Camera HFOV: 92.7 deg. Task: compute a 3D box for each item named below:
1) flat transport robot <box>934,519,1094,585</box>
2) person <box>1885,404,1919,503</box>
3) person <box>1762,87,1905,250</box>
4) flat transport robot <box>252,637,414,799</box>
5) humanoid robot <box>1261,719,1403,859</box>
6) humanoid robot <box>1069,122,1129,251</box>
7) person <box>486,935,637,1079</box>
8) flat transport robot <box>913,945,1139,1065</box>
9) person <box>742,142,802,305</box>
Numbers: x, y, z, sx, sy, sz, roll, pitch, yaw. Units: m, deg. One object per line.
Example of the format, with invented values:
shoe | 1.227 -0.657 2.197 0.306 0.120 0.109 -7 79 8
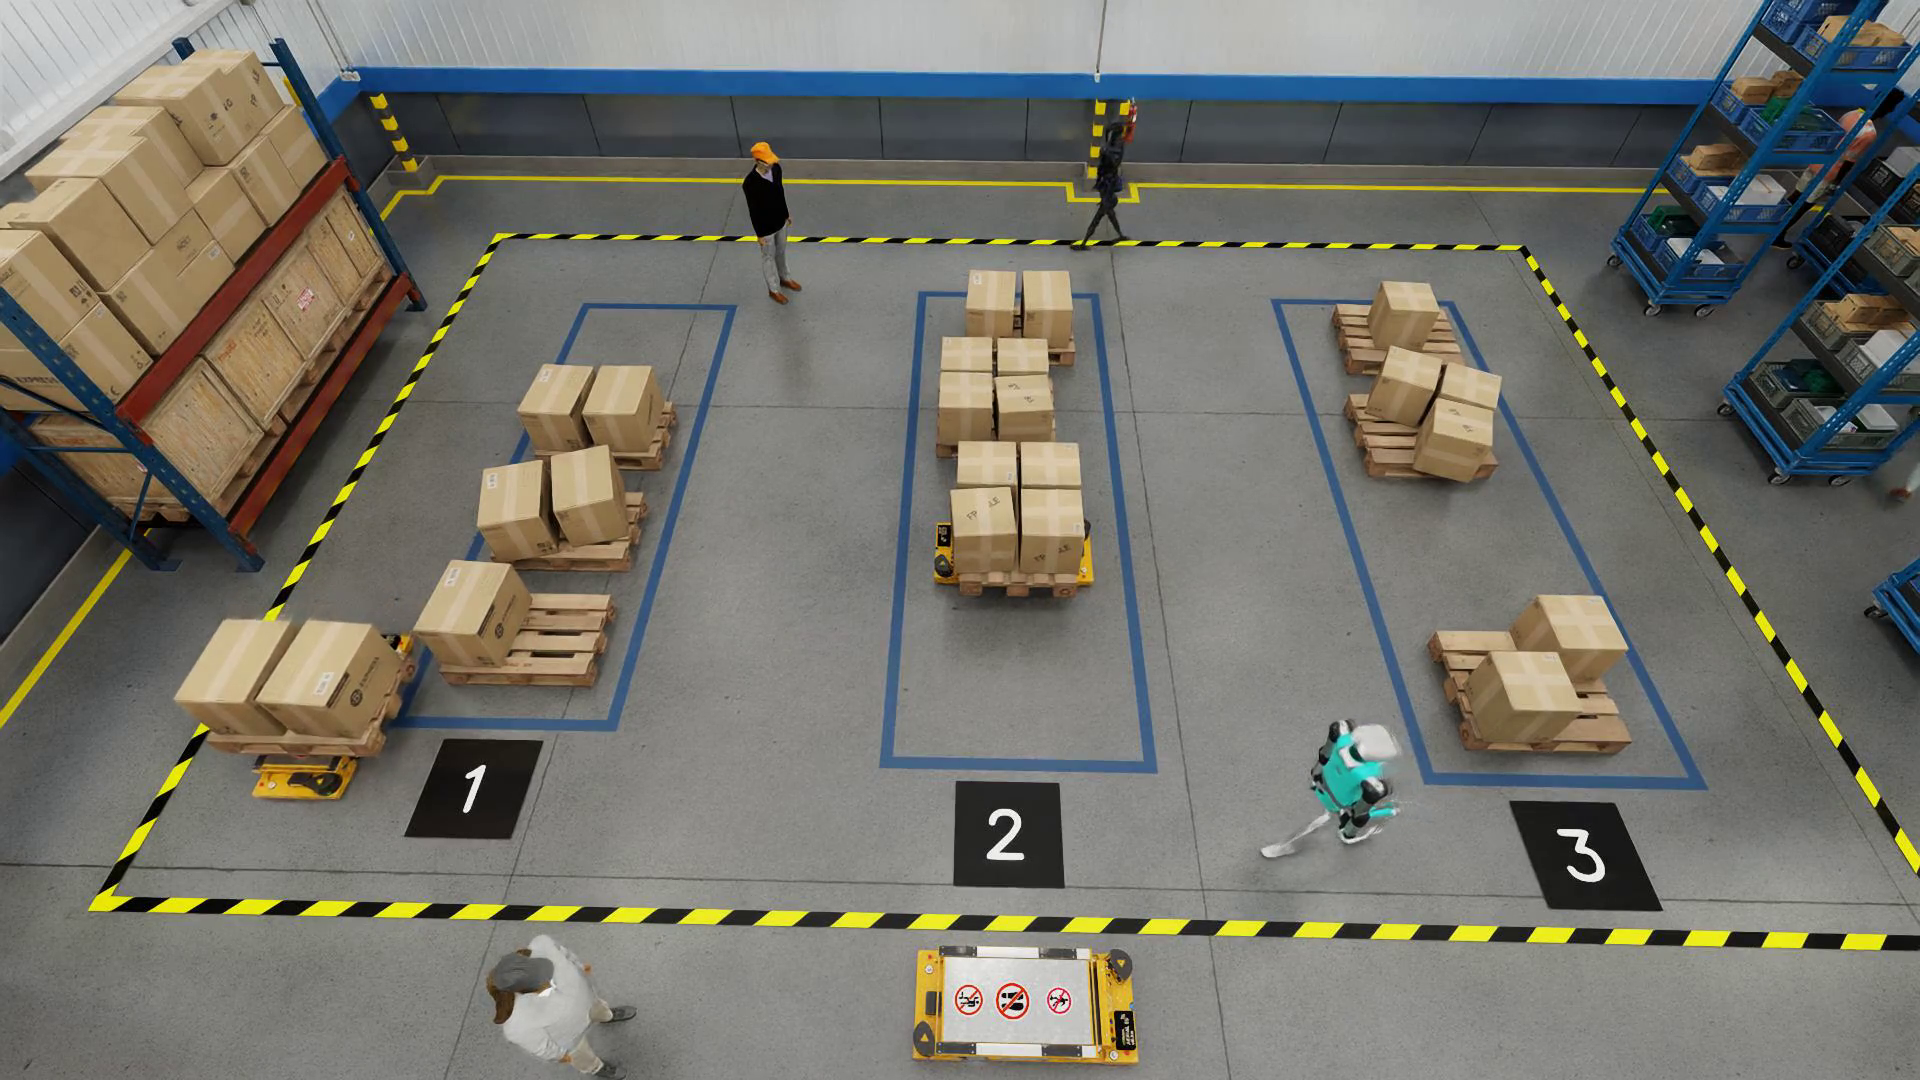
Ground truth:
flat transport robot | 0.490 0.087 8.397 1.431 0.197 0.652 1 51 1
person | 9.194 -1.219 8.439 0.666 1.893 0.987 27 56 20
person | 10.458 -4.455 11.037 0.369 1.952 0.596 7 51 5
flat transport robot | -5.028 1.363 7.357 0.652 0.197 1.431 1 51 1
humanoid robot | 2.735 1.706 6.185 1.034 1.778 0.535 -11 52 -9
humanoid robot | 1.779 -4.269 11.089 0.795 1.621 0.587 -7 51 -6
person | -2.299 2.720 5.299 0.398 1.768 0.571 -1 51 -1
flat transport robot | 0.422 3.041 6.007 1.431 0.231 0.659 1 51 1
person | -2.123 -3.585 10.367 0.368 1.884 0.584 24 55 18
